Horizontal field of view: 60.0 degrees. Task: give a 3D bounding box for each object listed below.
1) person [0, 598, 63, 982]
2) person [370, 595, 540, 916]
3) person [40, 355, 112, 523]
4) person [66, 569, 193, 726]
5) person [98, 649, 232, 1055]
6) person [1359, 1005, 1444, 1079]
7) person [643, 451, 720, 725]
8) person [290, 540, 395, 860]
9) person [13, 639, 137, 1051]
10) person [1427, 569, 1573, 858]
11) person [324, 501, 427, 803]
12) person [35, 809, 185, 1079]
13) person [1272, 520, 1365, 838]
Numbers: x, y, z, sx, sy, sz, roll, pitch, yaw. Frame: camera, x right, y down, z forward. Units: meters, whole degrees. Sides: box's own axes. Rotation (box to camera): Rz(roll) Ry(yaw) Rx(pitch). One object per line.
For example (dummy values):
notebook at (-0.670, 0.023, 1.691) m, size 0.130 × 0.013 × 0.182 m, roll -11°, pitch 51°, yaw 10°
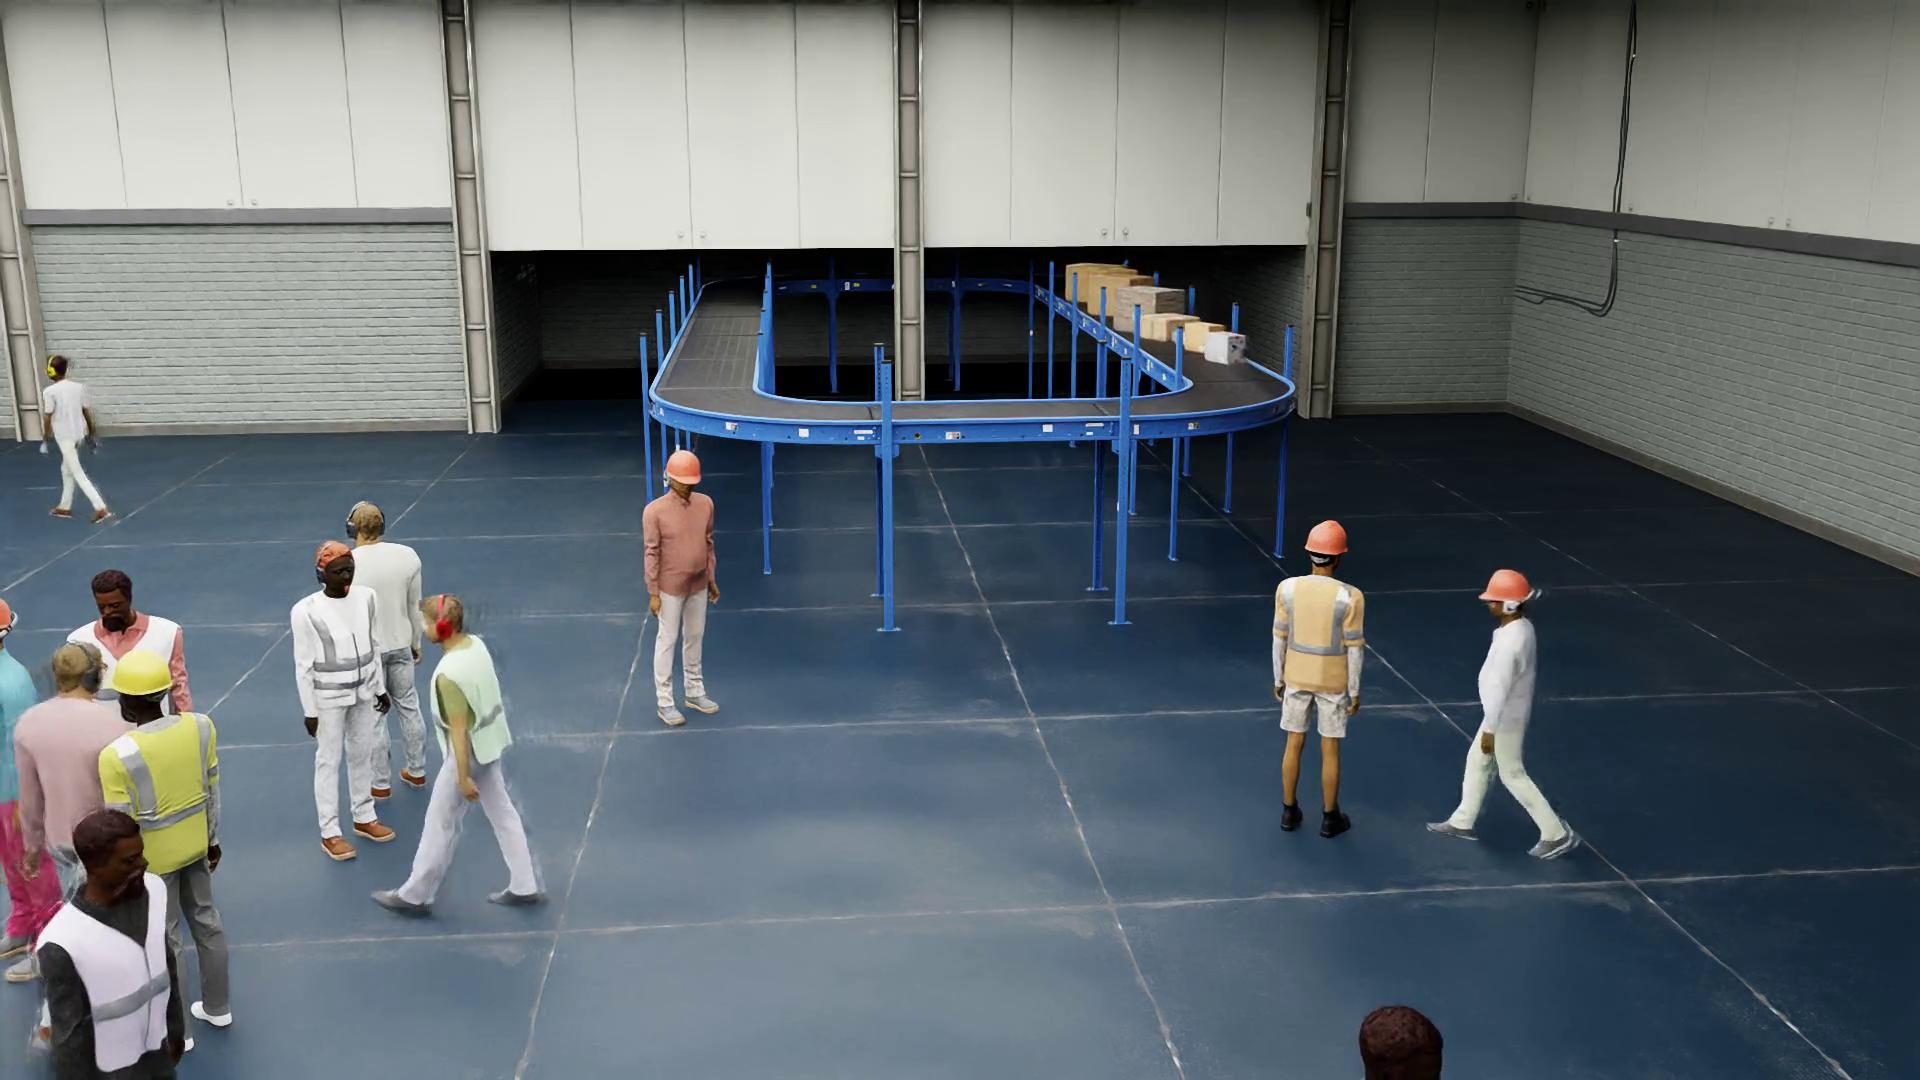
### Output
person at (-4.800, 1.220, 8.361) m, size 0.611 × 1.997 × 0.375 m, roll 12°, pitch 18°, yaw 39°
person at (-2.760, 1.162, 8.995) m, size 0.934 × 1.802 × 0.594 m, roll 1°, pitch 14°, yaw 4°
person at (-9.604, -1.094, 17.984) m, size 0.952 × 1.828 × 0.503 m, roll 4°, pitch 15°, yaw 15°
person at (-4.538, 1.069, 9.156) m, size 0.598 × 1.908 × 0.398 m, roll -4°, pitch 15°, yaw -16°
person at (-3.659, 1.429, 7.661) m, size 0.359 × 1.930 × 0.590 m, roll 6°, pitch 15°, yaw 23°
person at (1.127, 2.178, 4.718) m, size 0.386 × 1.909 × 0.589 m, roll 8°, pitch 16°, yaw 31°
person at (-1.979, 0.326, 11.966) m, size 0.407 × 1.982 × 0.613 m, roll 13°, pitch 19°, yaw 42°
person at (-3.616, 0.924, 9.779) m, size 0.352 × 1.881 × 0.576 m, roll 9°, pitch 16°, yaw 31°
person at (-4.141, 1.402, 7.858) m, size 0.617 × 1.894 × 0.977 m, roll 5°, pitch 15°, yaw 19°
person at (3.244, 1.016, 9.755) m, size 0.823 × 1.718 × 0.584 m, roll 6°, pitch 15°, yaw 23°
person at (-3.684, 0.706, 10.536) m, size 0.378 × 1.940 × 0.629 m, roll 13°, pitch 19°, yaw 41°
person at (-3.087, 1.858, 6.029) m, size 0.763 × 1.907 × 0.603 m, roll 2°, pitch 14°, yaw 9°
person at (2.157, 0.833, 10.029) m, size 0.548 × 1.937 × 0.379 m, roll 8°, pitch 16°, yaw 28°
